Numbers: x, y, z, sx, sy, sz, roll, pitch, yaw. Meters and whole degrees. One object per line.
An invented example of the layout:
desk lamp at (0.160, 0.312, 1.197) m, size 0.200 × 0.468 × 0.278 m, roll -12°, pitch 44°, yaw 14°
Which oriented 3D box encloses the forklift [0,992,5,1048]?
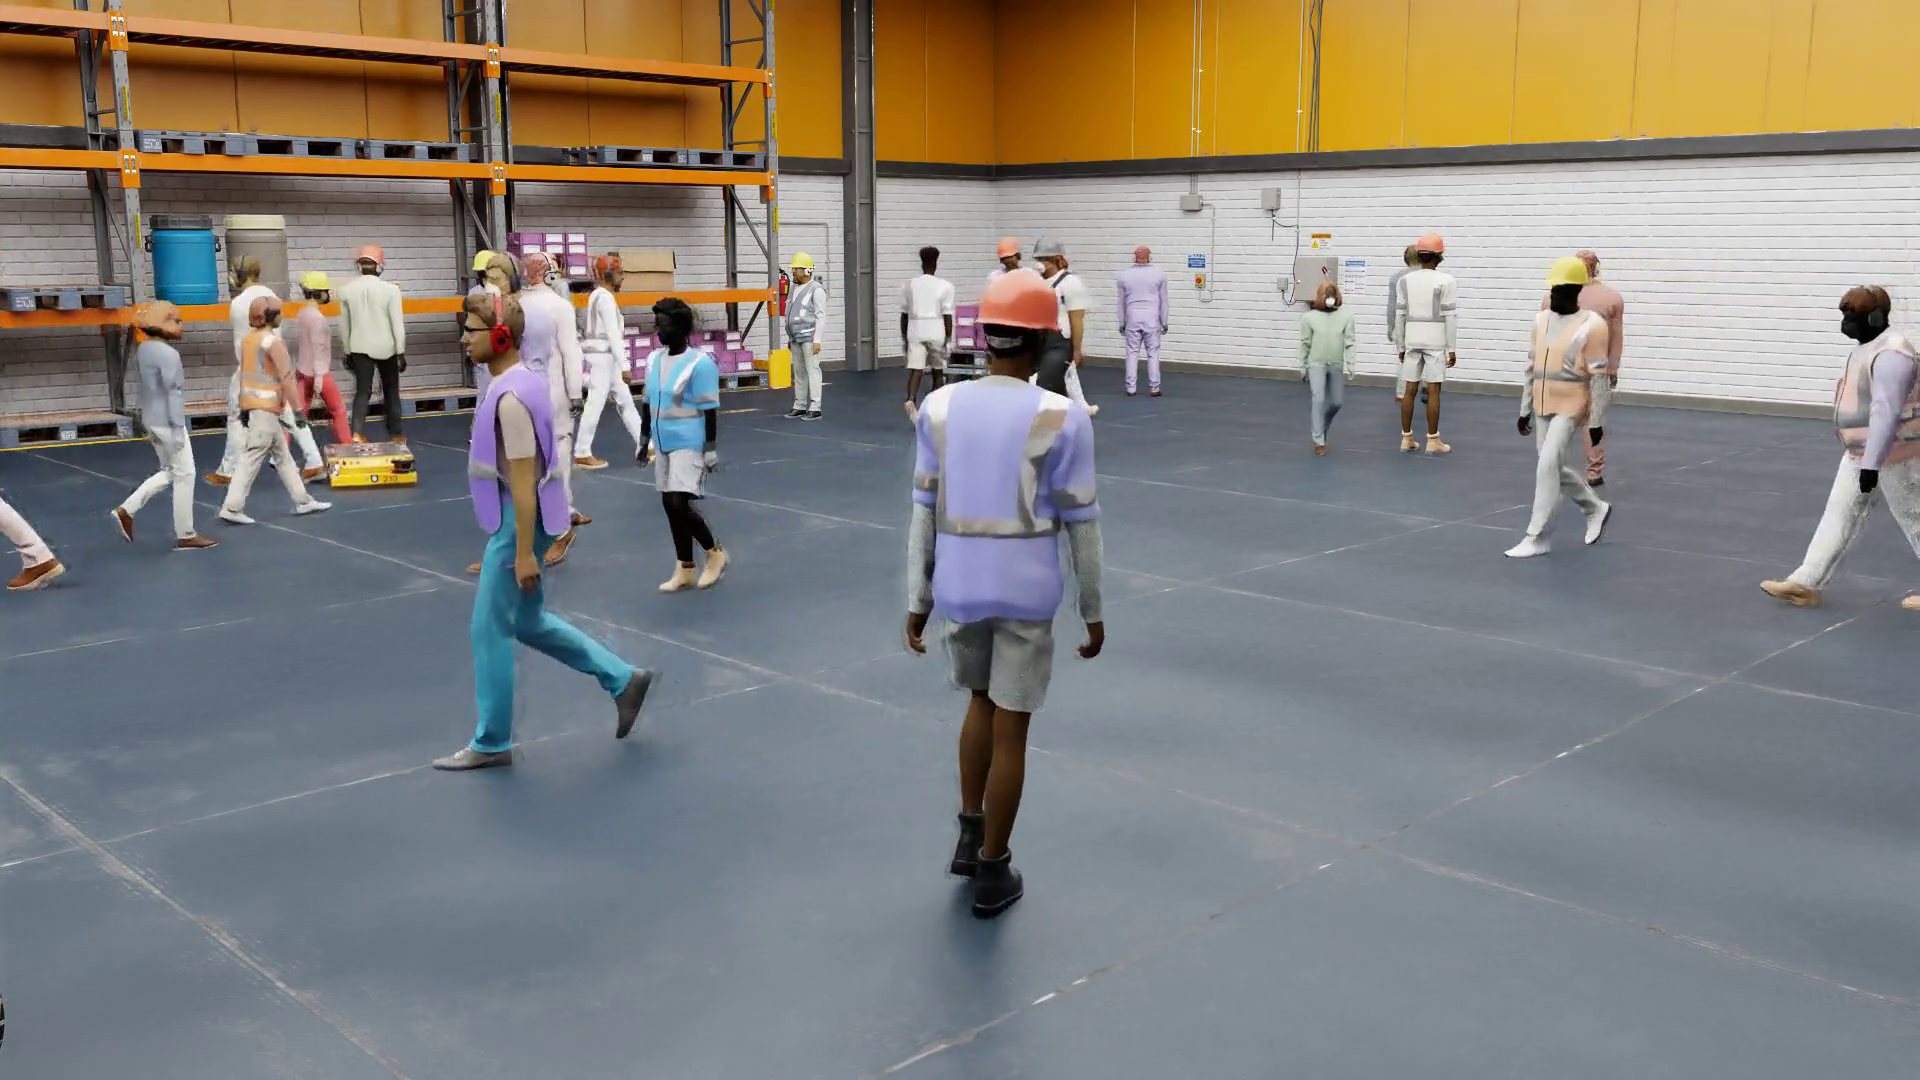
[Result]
forklift at (-3.245, 0.323, 3.363) m, size 2.313 × 2.155 × 1.214 m, roll 2°, pitch 11°, yaw 13°

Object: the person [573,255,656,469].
person at (-2.955, -1.538, 14.463) m, size 0.956 × 1.836 × 0.610 m, roll -3°, pitch 11°, yaw -16°

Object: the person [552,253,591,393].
person at (-4.466, -2.313, 18.721) m, size 0.896 × 1.842 × 0.523 m, roll -9°, pitch 14°, yaw -40°

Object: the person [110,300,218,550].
person at (-5.128, -0.722, 10.615) m, size 0.515 × 1.612 × 0.524 m, roll 9°, pitch 14°, yaw 42°

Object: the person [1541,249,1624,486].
person at (5.008, -1.385, 13.469) m, size 0.657 × 1.908 × 0.403 m, roll 3°, pitch 11°, yaw 15°

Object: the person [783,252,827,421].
person at (-1.718, -2.230, 18.269) m, size 0.403 × 1.835 × 0.588 m, roll -9°, pitch 14°, yaw -40°

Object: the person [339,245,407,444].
person at (-5.526, -1.791, 15.612) m, size 0.622 × 1.945 × 1.028 m, roll 0°, pitch 10°, yaw -3°

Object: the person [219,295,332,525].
person at (-4.904, -0.916, 11.743) m, size 0.535 × 1.599 × 0.847 m, roll 10°, pitch 15°, yaw 44°

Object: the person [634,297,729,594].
person at (-1.587, -0.519, 9.352) m, size 0.539 × 1.681 × 0.360 m, roll 10°, pitch 14°, yaw 43°

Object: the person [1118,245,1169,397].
person at (2.308, -2.748, 20.923) m, size 0.636 × 1.902 × 0.405 m, roll 3°, pitch 11°, yaw 16°

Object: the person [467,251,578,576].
person at (-2.680, -0.746, 9.910) m, size 0.564 × 1.928 × 0.651 m, roll -9°, pitch 14°, yaw -41°

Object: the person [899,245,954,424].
person at (-0.377, -2.143, 17.576) m, size 0.603 × 1.932 × 0.906 m, roll 2°, pitch 11°, yaw 9°

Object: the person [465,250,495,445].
person at (-4.500, -1.874, 16.236) m, size 0.598 × 1.886 × 0.955 m, roll 6°, pitch 12°, yaw 30°

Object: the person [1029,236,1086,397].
person at (0.731, -1.806, 15.391) m, size 0.916 × 2.000 × 0.710 m, roll -6°, pitch 12°, yaw -30°

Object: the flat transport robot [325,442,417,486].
flat transport robot at (-4.952, -0.652, 13.928) m, size 0.652 × 0.197 × 1.431 m, roll -4°, pitch 11°, yaw -22°

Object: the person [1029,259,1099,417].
person at (1.053, -2.184, 18.138) m, size 0.965 × 1.796 × 0.631 m, roll -7°, pitch 13°, yaw -34°

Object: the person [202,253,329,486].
person at (-5.621, -1.359, 13.404) m, size 1.033 × 1.894 × 0.640 m, roll 2°, pitch 11°, yaw 9°

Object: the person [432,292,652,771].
person at (-1.618, -0.035, 6.357) m, size 0.774 × 1.824 × 0.574 m, roll -3°, pitch 11°, yaw -15°

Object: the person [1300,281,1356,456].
person at (3.408, -1.614, 15.516) m, size 0.501 × 1.611 × 0.617 m, roll 0°, pitch 10°, yaw -1°

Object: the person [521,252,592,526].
person at (-2.882, -1.044, 11.604) m, size 0.651 × 1.906 × 0.401 m, roll 5°, pitch 12°, yaw 25°

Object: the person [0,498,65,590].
person at (-5.658, -0.626, 9.305) m, size 1.056 × 1.939 × 0.615 m, roll -6°, pitch 12°, yaw -31°

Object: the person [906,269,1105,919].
person at (0.149, 0.161, 4.987) m, size 0.579 × 1.917 × 0.536 m, roll 5°, pitch 11°, yaw 25°

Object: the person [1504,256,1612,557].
person at (3.859, -0.847, 10.553) m, size 0.861 × 1.902 × 0.594 m, roll -4°, pitch 11°, yaw -21°

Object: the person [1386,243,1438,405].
person at (5.386, -2.542, 19.713) m, size 0.677 × 1.925 × 0.641 m, roll 0°, pitch 10°, yaw 3°

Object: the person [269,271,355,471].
person at (-5.560, -1.444, 14.308) m, size 0.902 × 1.724 × 0.536 m, roll -9°, pitch 13°, yaw -39°

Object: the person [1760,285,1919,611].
person at (4.938, -0.472, 8.904) m, size 1.040 × 1.761 × 0.628 m, roll 2°, pitch 11°, yaw 9°

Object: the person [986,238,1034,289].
person at (0.595, -2.370, 18.612) m, size 0.633 × 1.983 × 0.927 m, roll -1°, pitch 10°, yaw -5°

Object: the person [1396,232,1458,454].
person at (4.331, -1.817, 15.433) m, size 0.608 × 2.048 × 0.365 m, roll 10°, pitch 14°, yaw 43°
